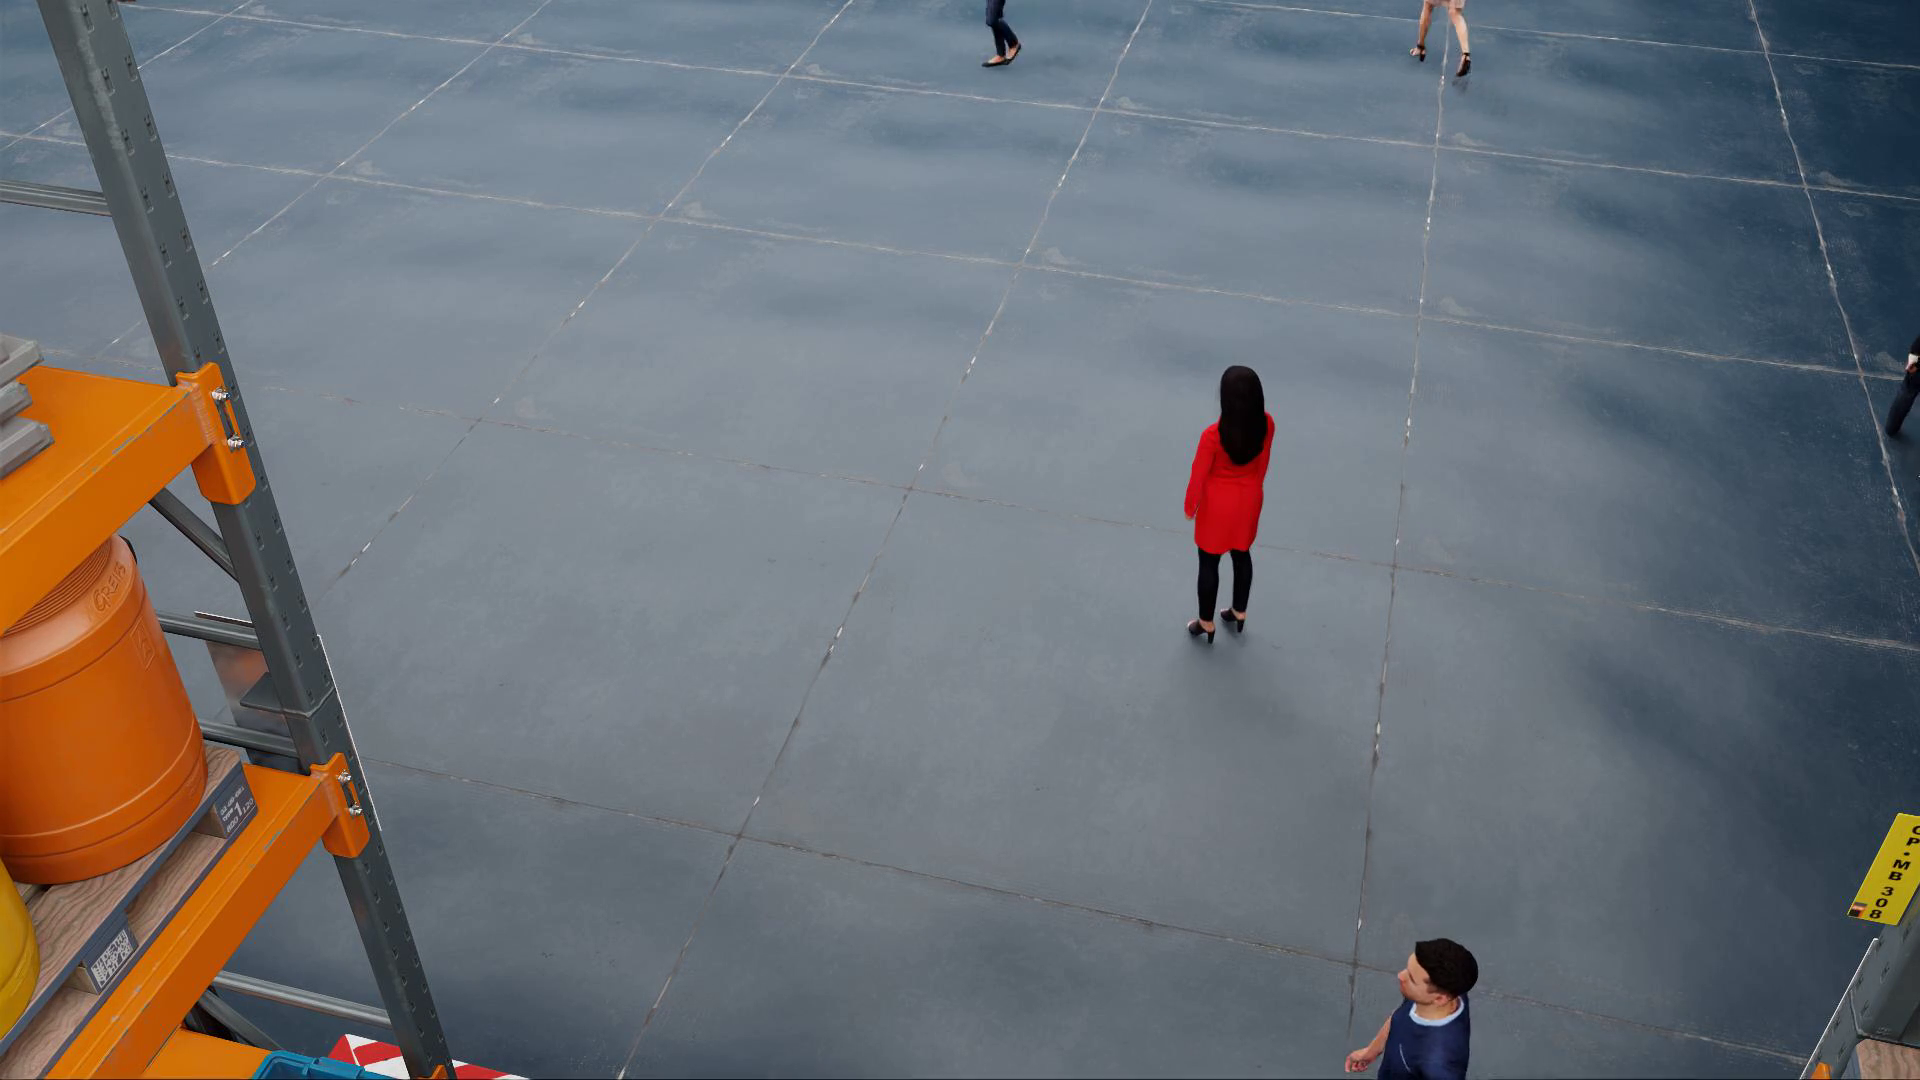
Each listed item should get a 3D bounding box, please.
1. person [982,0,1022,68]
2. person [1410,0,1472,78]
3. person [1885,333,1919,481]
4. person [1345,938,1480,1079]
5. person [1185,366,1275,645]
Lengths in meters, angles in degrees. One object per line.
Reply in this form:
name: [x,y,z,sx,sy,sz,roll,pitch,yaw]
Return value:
person: [0.443,-5.182,15.307,0.787,1.712,0.717,-14,40,-17]
person: [4.527,-5.101,15.135,0.993,1.796,1.175,-12,40,-15]
person: [6.180,-1.114,10.440,0.754,1.751,1.038,12,40,15]
person: [1.717,2.061,5.972,0.695,1.806,1.093,11,39,13]
person: [1.434,-0.161,8.861,0.727,1.746,0.770,-14,40,-17]
